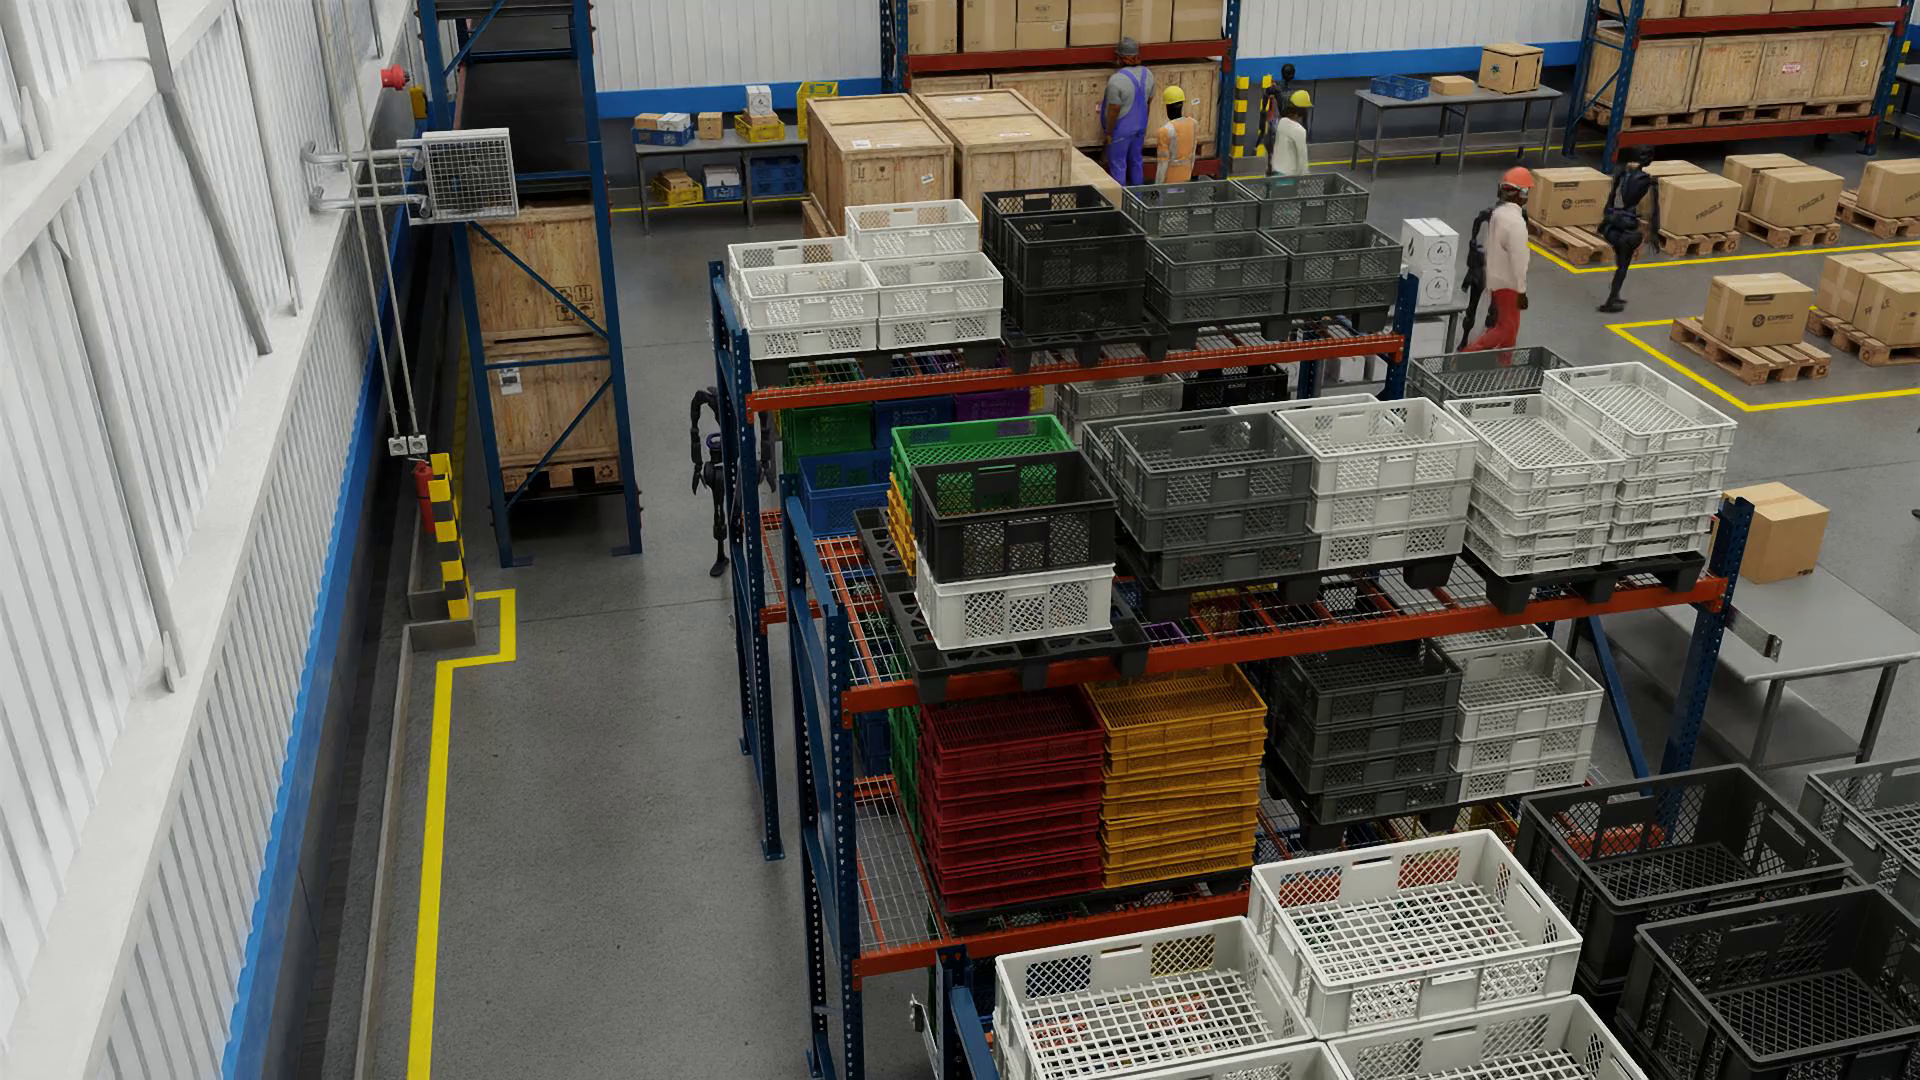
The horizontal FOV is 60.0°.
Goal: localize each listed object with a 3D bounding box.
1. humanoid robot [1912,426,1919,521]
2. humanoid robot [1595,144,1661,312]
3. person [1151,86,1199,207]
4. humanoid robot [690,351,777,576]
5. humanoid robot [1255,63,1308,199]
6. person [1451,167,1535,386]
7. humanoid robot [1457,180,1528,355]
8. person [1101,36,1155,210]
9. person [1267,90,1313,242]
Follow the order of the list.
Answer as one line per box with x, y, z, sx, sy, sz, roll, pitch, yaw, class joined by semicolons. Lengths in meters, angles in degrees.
7.414;-0.892;12.210;0.610;1.661;0.314;8;29;15;humanoid robot
6.586;-3.074;16.368;0.460;1.640;0.694;-12;30;-21;humanoid robot
2.226;-3.791;17.472;0.585;1.916;0.378;-24;36;-38;person
-1.571;-0.522;11.508;0.591;1.660;0.326;-2;28;-4;humanoid robot
3.776;-4.756;19.542;0.602;1.657;0.315;9;29;16;humanoid robot
4.752;-2.257;14.528;0.675;1.948;0.684;3;28;5;person
4.899;-2.494;15.255;0.602;1.654;0.315;-5;28;-9;humanoid robot
1.873;-4.774;19.206;0.687;2.000;0.537;-22;35;-36;person
3.643;-3.998;18.039;0.675;1.736;0.545;-7;29;-14;person
